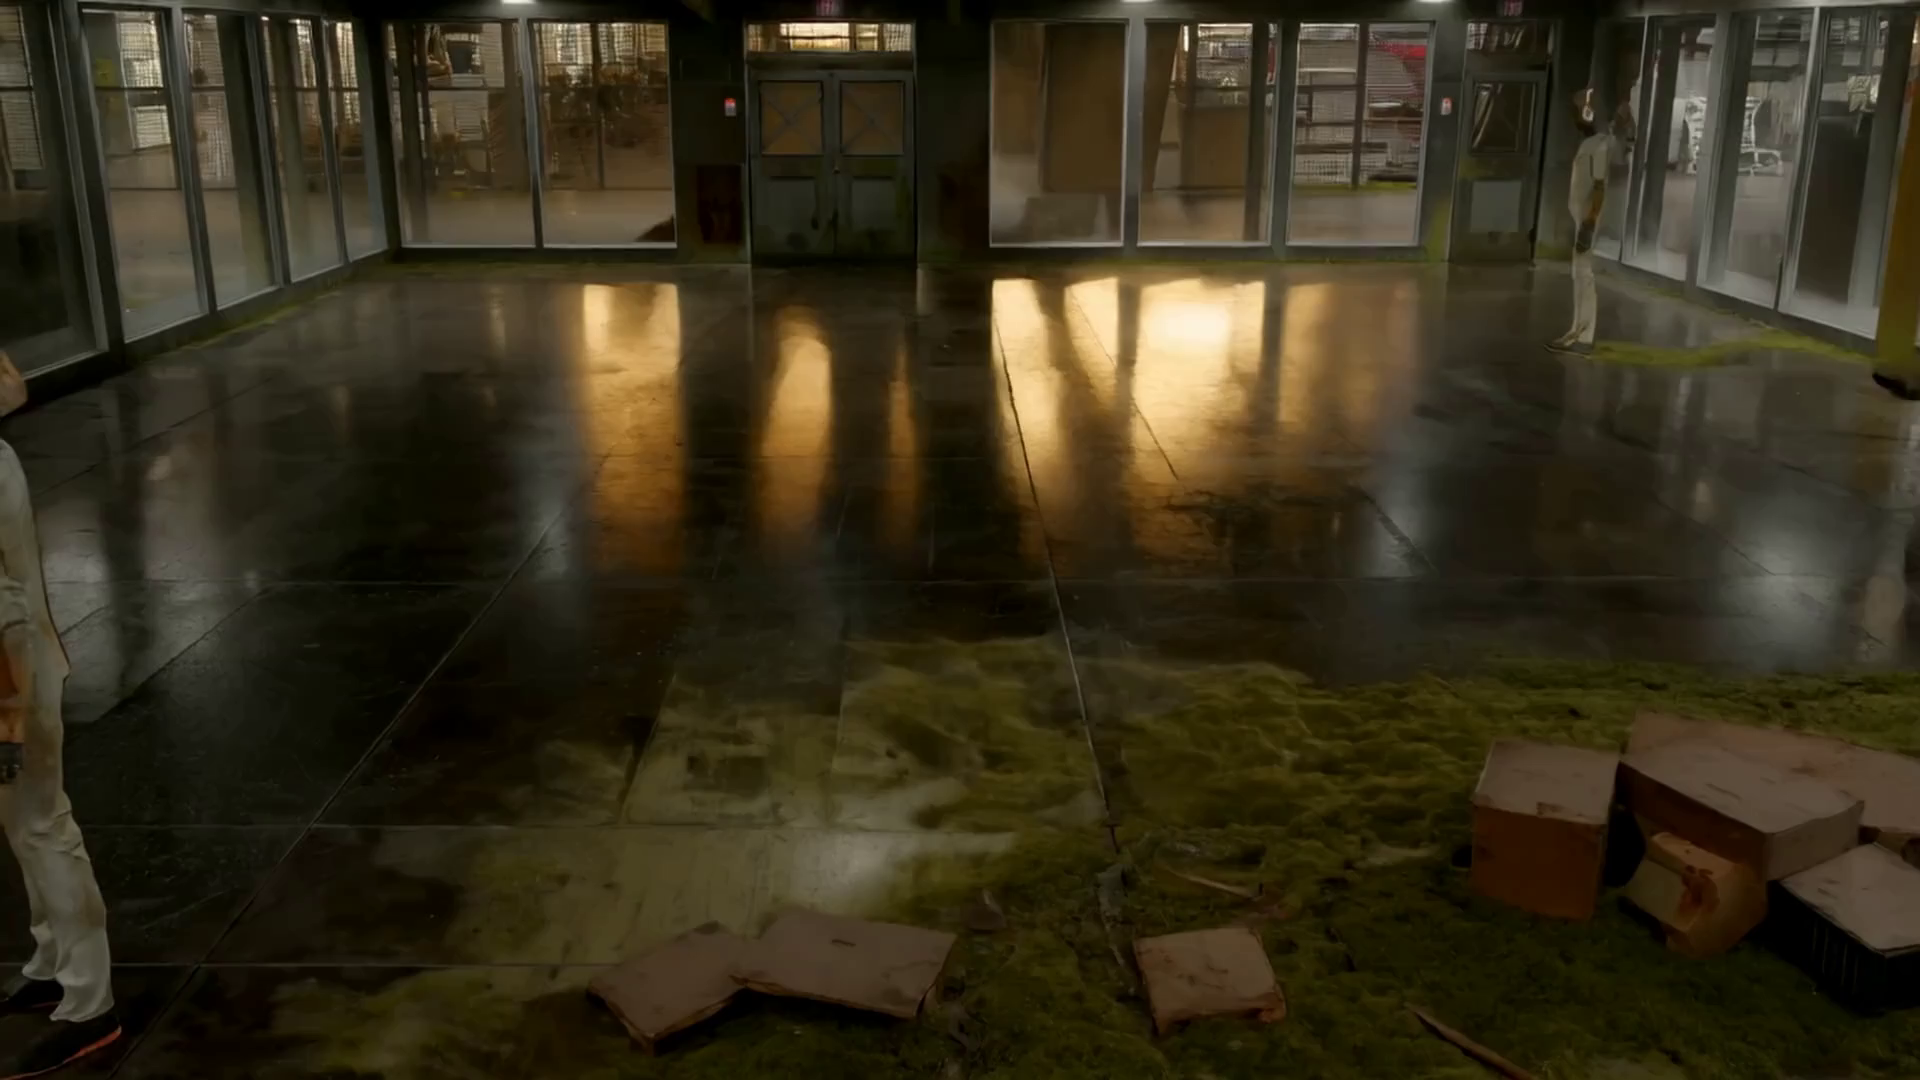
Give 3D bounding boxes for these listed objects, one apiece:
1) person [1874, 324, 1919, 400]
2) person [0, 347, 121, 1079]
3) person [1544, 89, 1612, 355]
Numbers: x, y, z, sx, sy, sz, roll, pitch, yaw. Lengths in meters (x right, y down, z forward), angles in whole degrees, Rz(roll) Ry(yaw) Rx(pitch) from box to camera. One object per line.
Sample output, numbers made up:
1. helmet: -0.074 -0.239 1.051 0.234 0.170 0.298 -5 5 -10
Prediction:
1. person: 6.109 -1.695 9.982 0.986 1.858 0.645 13 21 37
2. person: -2.023 0.321 3.483 0.284 1.636 0.500 -12 20 -36
3. person: 4.423 -2.240 11.811 0.327 1.863 0.514 4 17 13
